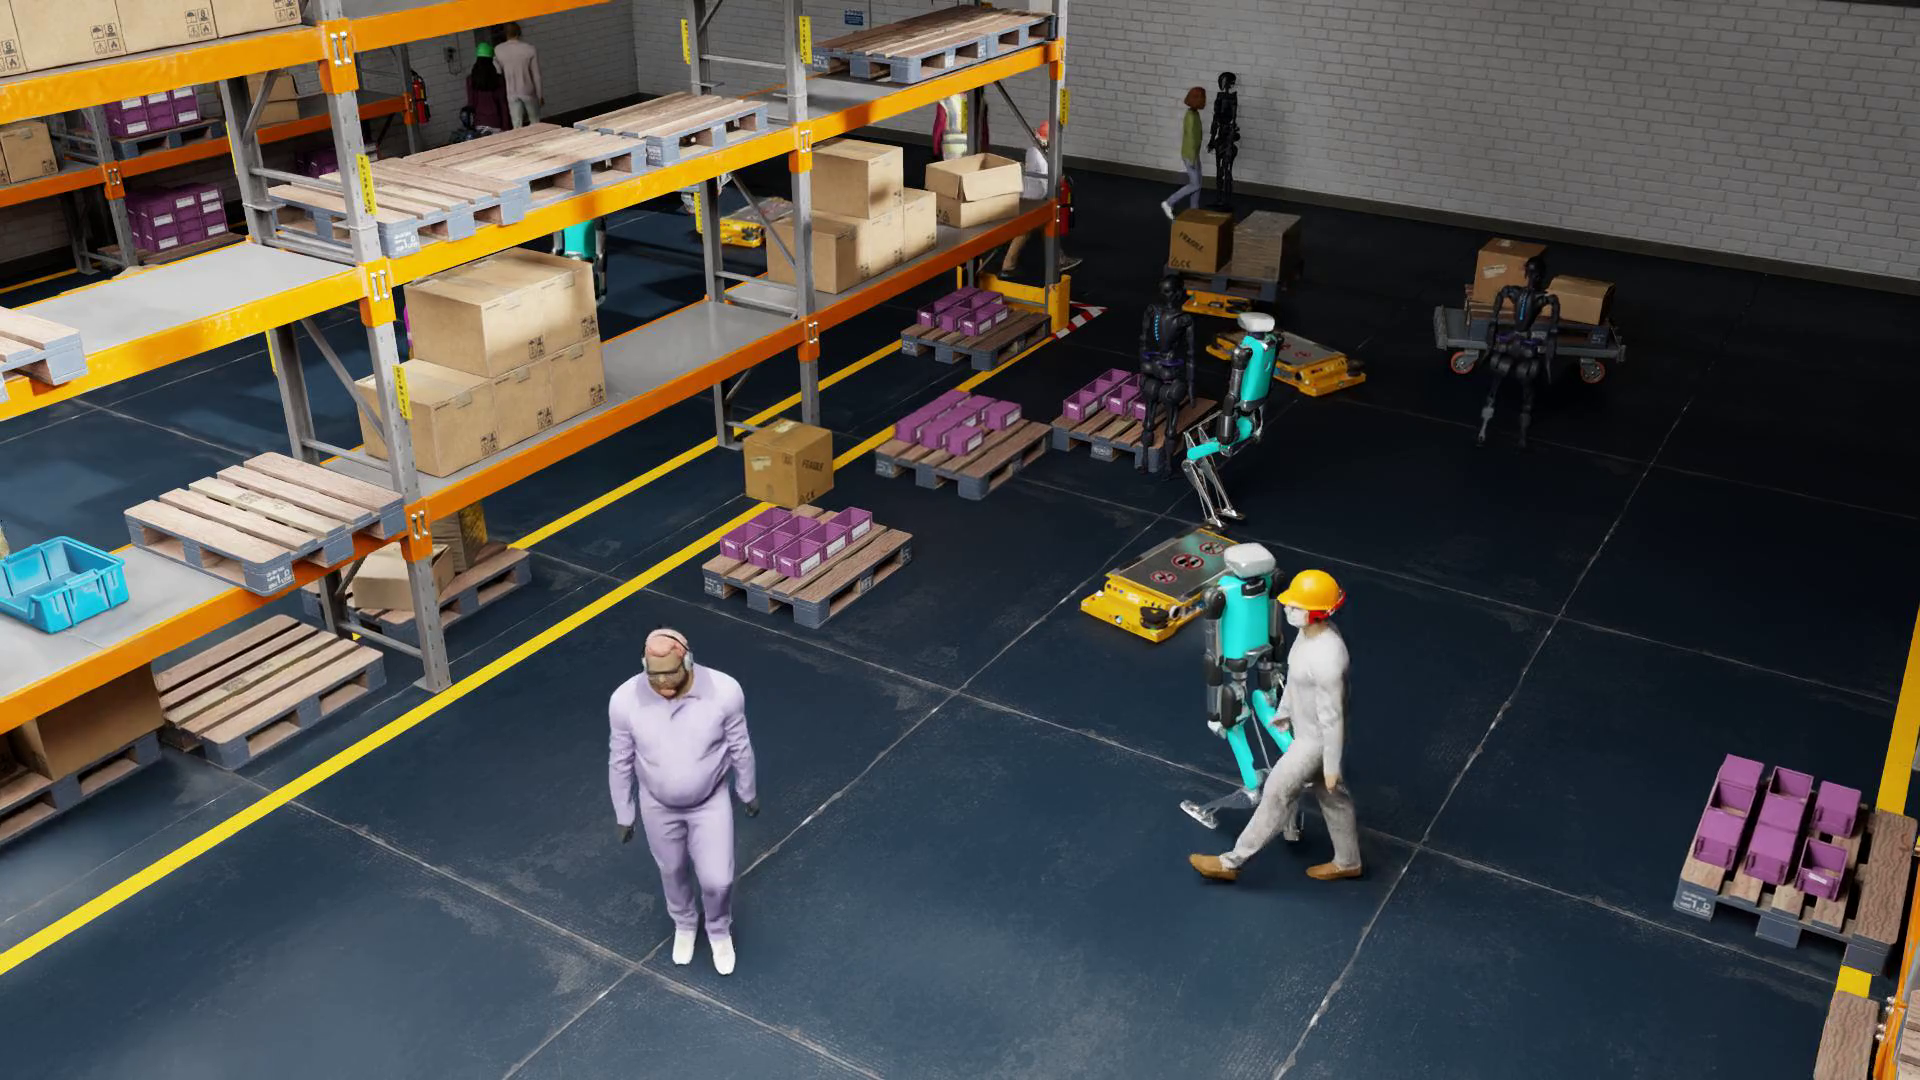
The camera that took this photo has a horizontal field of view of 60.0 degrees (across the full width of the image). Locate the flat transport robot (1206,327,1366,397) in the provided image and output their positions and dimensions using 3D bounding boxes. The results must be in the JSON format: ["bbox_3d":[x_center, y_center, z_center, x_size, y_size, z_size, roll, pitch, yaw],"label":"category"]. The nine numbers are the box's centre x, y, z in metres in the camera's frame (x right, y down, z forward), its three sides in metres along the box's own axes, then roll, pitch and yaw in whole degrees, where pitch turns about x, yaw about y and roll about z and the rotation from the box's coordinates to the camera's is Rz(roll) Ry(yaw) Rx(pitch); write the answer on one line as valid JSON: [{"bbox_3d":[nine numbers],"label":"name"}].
[{"bbox_3d":[3.033,-1.695,15.538,0.659,0.231,1.431,-18,32,-31],"label":"flat transport robot"}]

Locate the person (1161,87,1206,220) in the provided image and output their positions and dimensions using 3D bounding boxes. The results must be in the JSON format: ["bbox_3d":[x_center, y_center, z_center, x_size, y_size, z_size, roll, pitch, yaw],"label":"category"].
[{"bbox_3d":[2.718,-4.529,19.625,0.537,1.612,0.525,5,27,9],"label":"person"}]

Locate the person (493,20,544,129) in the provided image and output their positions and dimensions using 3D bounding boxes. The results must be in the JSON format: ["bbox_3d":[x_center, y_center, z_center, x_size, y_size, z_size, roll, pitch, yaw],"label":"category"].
[{"bbox_3d":[-5.823,-5.920,22.042,0.650,1.913,0.771,-2,27,-4],"label":"person"}]

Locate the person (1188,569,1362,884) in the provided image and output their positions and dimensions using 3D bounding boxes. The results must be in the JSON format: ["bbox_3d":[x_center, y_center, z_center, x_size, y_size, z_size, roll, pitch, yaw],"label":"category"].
[{"bbox_3d":[1.699,0.986,8.502,0.971,1.845,0.604,3,27,5],"label":"person"}]

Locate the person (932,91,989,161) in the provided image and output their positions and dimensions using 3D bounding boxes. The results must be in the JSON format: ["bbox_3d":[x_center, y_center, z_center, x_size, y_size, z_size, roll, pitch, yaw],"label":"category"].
[{"bbox_3d":[0.005,-4.584,19.513,0.647,1.820,0.443,-12,29,-23],"label":"person"}]

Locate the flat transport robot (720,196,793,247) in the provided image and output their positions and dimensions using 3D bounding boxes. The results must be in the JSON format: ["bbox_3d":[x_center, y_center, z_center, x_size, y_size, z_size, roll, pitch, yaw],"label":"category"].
[{"bbox_3d":[-2.319,-3.750,19.586,0.659,0.231,1.431,13,30,24],"label":"flat transport robot"}]

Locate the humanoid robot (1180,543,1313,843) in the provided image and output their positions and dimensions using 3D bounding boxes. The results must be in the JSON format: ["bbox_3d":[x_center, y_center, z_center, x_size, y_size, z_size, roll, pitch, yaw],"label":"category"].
[{"bbox_3d":[1.628,0.930,8.764,0.530,1.772,0.943,-16,31,-28],"label":"humanoid robot"}]

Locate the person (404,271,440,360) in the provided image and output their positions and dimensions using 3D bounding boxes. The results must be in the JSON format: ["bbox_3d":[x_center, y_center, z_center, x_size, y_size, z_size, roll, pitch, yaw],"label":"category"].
[{"bbox_3d":[-4.089,-1.353,13.121,0.523,1.844,0.323,-20,33,-34],"label":"person"}]

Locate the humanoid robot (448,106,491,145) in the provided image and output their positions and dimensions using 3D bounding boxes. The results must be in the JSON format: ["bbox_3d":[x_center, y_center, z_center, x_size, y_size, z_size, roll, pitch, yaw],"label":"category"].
[{"bbox_3d":[-5.445,-4.110,18.829,0.610,1.638,0.821,-2,27,-4],"label":"humanoid robot"}]

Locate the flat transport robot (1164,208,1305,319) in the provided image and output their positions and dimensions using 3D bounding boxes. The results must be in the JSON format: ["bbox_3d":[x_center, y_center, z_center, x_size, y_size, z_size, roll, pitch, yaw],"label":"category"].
[{"bbox_3d":[2.870,-2.624,17.369,0.659,0.231,1.431,13,30,24],"label":"flat transport robot"}]

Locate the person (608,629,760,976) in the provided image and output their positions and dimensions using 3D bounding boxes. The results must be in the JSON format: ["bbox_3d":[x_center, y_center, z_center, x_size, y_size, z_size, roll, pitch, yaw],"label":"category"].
[{"bbox_3d":[-1.307,1.271,7.908,0.695,1.882,0.576,-2,27,-4],"label":"person"}]

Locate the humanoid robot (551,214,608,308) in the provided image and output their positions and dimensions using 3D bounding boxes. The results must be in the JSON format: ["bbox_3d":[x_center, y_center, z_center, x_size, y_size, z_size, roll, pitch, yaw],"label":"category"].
[{"bbox_3d":[-3.474,-2.263,15.008,0.553,1.738,0.995,6,28,12],"label":"humanoid robot"}]

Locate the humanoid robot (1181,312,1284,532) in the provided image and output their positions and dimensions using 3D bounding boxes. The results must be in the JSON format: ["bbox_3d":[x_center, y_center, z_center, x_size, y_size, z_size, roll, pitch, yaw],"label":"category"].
[{"bbox_3d":[1.933,-0.919,12.241,0.735,1.676,0.533,23,35,38],"label":"humanoid robot"}]

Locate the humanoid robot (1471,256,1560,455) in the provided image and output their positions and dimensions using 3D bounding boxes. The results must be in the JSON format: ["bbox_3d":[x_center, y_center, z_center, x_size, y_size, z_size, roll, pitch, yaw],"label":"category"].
[{"bbox_3d":[4.553,-1.503,13.599,0.607,1.636,0.389,15,30,27],"label":"humanoid robot"}]

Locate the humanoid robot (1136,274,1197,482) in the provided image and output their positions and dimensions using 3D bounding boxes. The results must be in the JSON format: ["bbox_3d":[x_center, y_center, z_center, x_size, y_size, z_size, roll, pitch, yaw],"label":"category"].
[{"bbox_3d":[1.621,-1.298,13.182,0.315,1.659,0.599,-22,34,-36],"label":"humanoid robot"}]

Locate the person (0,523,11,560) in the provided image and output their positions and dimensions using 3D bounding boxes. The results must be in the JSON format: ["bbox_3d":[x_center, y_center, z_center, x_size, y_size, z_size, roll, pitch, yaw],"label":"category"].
[{"bbox_3d":[-5.826,0.390,9.818,0.716,1.723,0.595,21,34,35],"label":"person"}]

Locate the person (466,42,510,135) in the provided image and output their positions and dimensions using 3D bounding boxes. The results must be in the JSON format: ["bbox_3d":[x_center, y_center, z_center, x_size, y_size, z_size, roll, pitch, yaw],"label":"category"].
[{"bbox_3d":[-5.801,-5.185,20.601,0.498,1.918,0.831,-4,27,-7],"label":"person"}]

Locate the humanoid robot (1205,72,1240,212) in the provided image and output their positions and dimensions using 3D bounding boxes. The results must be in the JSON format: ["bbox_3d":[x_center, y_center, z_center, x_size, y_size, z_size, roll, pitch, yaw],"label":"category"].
[{"bbox_3d":[3.199,-4.820,20.124,0.315,1.657,0.599,-7,28,-14],"label":"humanoid robot"}]

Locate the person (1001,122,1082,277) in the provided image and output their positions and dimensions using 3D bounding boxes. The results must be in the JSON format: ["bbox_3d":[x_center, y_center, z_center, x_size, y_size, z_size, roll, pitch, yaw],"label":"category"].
[{"bbox_3d":[0.864,-3.644,17.817,0.929,1.682,0.569,-3,27,-7],"label":"person"}]

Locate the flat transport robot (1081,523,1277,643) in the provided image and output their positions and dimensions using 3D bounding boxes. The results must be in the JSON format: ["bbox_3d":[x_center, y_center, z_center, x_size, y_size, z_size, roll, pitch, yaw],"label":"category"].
[{"bbox_3d":[1.551,0.280,11.647,0.659,0.231,1.431,23,35,37],"label":"flat transport robot"}]
